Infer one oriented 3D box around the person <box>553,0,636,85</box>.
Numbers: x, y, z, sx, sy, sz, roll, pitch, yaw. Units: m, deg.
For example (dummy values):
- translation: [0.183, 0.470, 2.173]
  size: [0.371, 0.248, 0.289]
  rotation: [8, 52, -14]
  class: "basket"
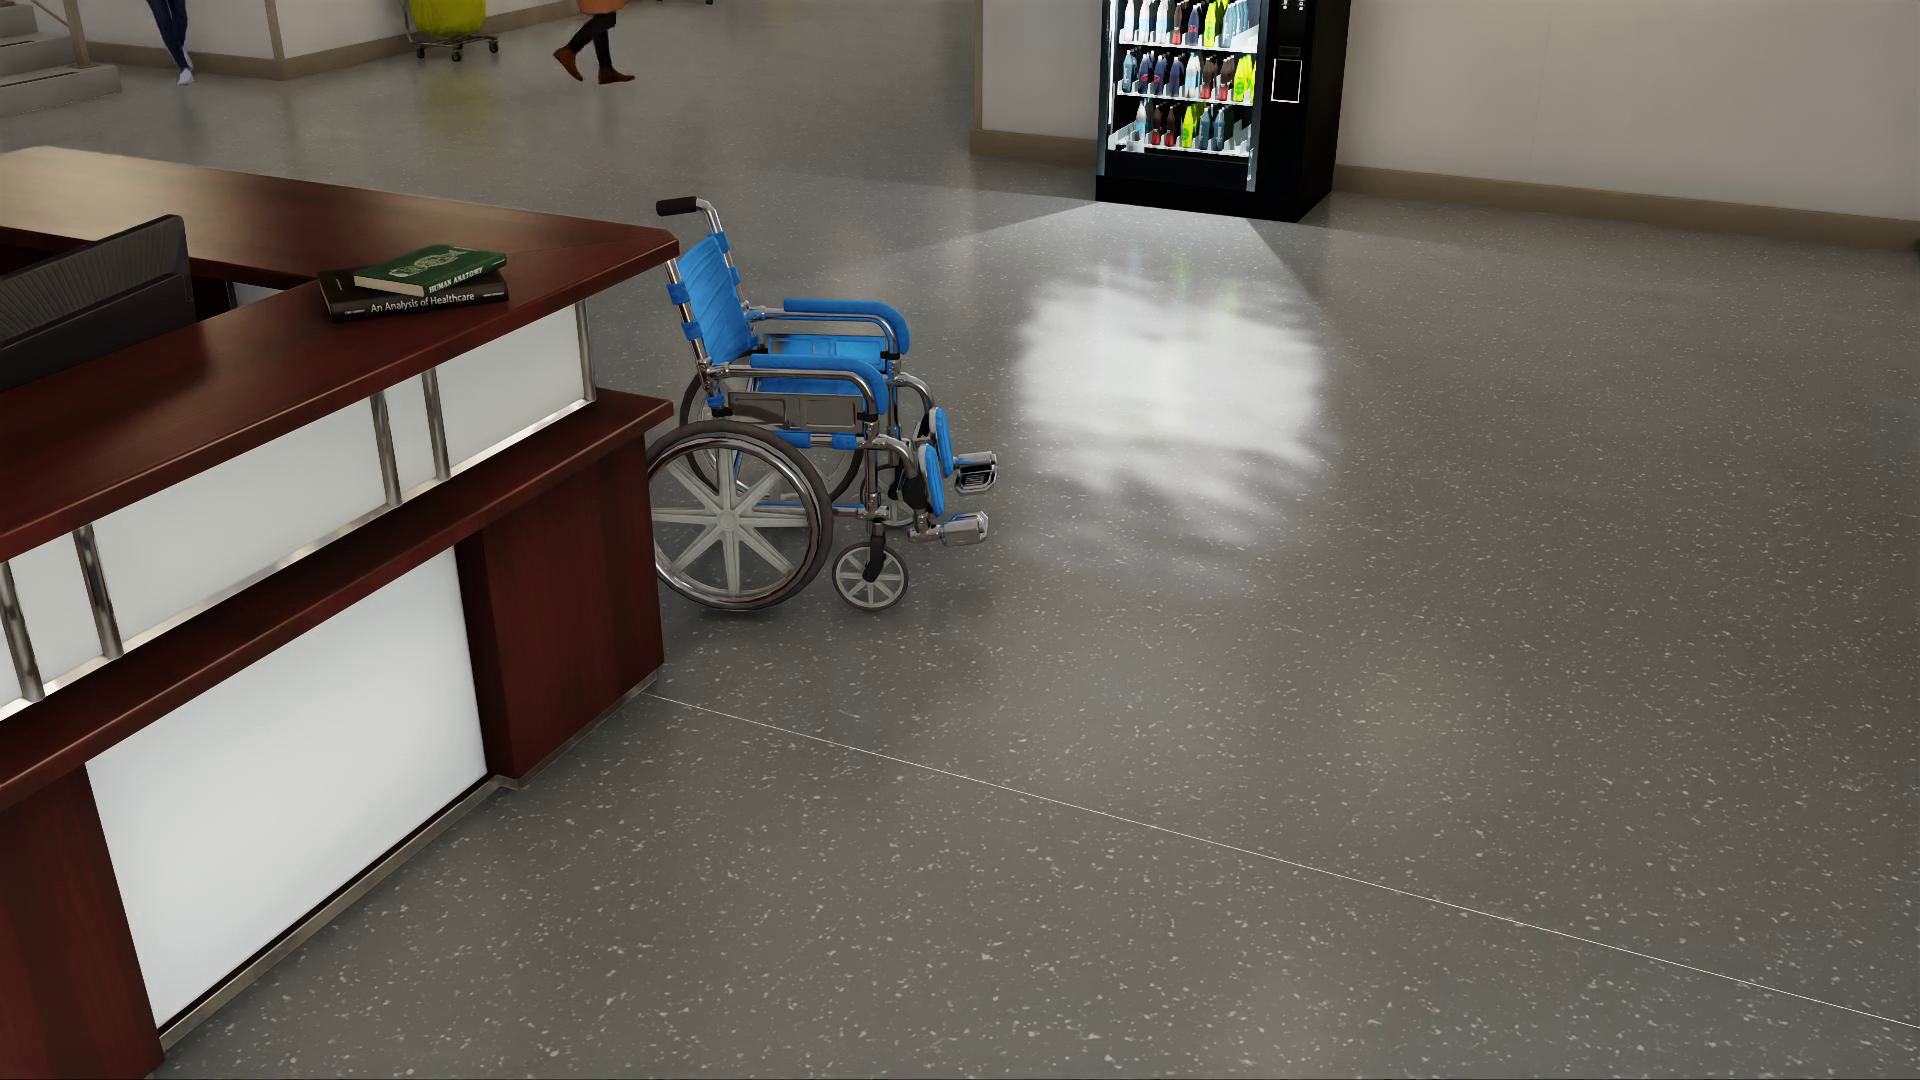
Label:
- translation: [-2.867, -4.316, 12.613]
  size: [0.982, 1.712, 0.936]
  rotation: [-11, 28, -22]
  class: "person"
